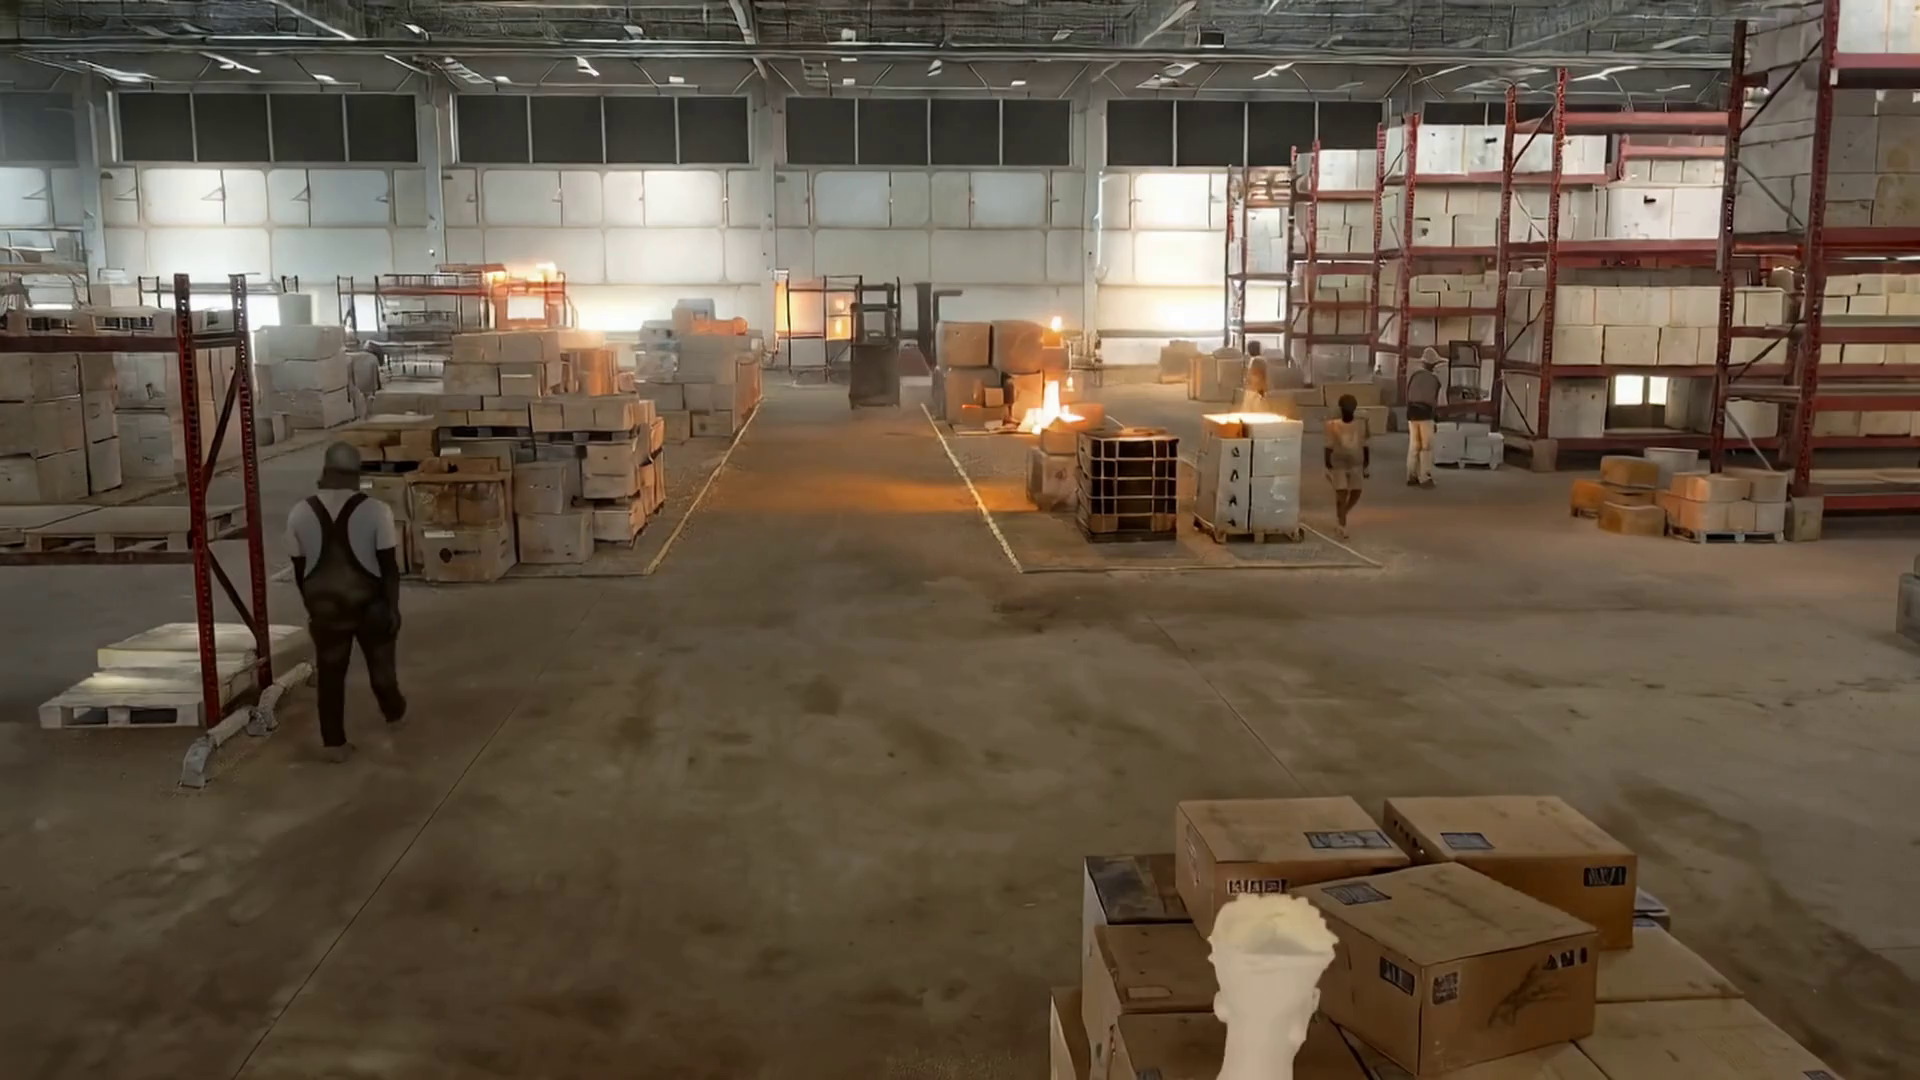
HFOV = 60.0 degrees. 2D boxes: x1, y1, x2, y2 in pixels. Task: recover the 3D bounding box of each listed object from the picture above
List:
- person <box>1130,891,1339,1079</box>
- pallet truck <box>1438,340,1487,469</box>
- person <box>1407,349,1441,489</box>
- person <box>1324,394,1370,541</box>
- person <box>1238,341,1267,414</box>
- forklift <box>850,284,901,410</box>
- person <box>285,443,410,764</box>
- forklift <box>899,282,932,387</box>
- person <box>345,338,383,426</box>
[{"bbox_3d":[0.514,1.588,2.991,0.620,1.953,0.393,3,9,17],"label":"person"},{"bbox_3d":[8.004,-2.170,26.422,0.823,1.965,1.885,2,9,14],"label":"pallet truck"},{"bbox_3d":[6.600,-1.722,23.641,0.388,1.987,0.608,-4,10,-24],"label":"person"},{"bbox_3d":[4.436,-0.855,19.160,0.543,1.674,0.625,-1,9,-4],"label":"person"},{"bbox_3d":[5.342,-2.776,30.821,0.897,1.802,0.626,1,9,4],"label":"person"},{"bbox_3d":[-1.923,-4.386,37.569,1.129,2.768,1.873,-1,9,-4],"label":"forklift"},{"bbox_3d":[-3.870,0.333,10.565,0.692,2.000,1.057,-1,9,-3],"label":"person"},{"bbox_3d":[-0.973,-5.559,44.933,1.873,2.768,1.129,-1,9,-4],"label":"forklift"},{"bbox_3d":[-10.372,-2.546,28.964,0.631,1.940,0.372,-7,11,-37],"label":"person"}]
